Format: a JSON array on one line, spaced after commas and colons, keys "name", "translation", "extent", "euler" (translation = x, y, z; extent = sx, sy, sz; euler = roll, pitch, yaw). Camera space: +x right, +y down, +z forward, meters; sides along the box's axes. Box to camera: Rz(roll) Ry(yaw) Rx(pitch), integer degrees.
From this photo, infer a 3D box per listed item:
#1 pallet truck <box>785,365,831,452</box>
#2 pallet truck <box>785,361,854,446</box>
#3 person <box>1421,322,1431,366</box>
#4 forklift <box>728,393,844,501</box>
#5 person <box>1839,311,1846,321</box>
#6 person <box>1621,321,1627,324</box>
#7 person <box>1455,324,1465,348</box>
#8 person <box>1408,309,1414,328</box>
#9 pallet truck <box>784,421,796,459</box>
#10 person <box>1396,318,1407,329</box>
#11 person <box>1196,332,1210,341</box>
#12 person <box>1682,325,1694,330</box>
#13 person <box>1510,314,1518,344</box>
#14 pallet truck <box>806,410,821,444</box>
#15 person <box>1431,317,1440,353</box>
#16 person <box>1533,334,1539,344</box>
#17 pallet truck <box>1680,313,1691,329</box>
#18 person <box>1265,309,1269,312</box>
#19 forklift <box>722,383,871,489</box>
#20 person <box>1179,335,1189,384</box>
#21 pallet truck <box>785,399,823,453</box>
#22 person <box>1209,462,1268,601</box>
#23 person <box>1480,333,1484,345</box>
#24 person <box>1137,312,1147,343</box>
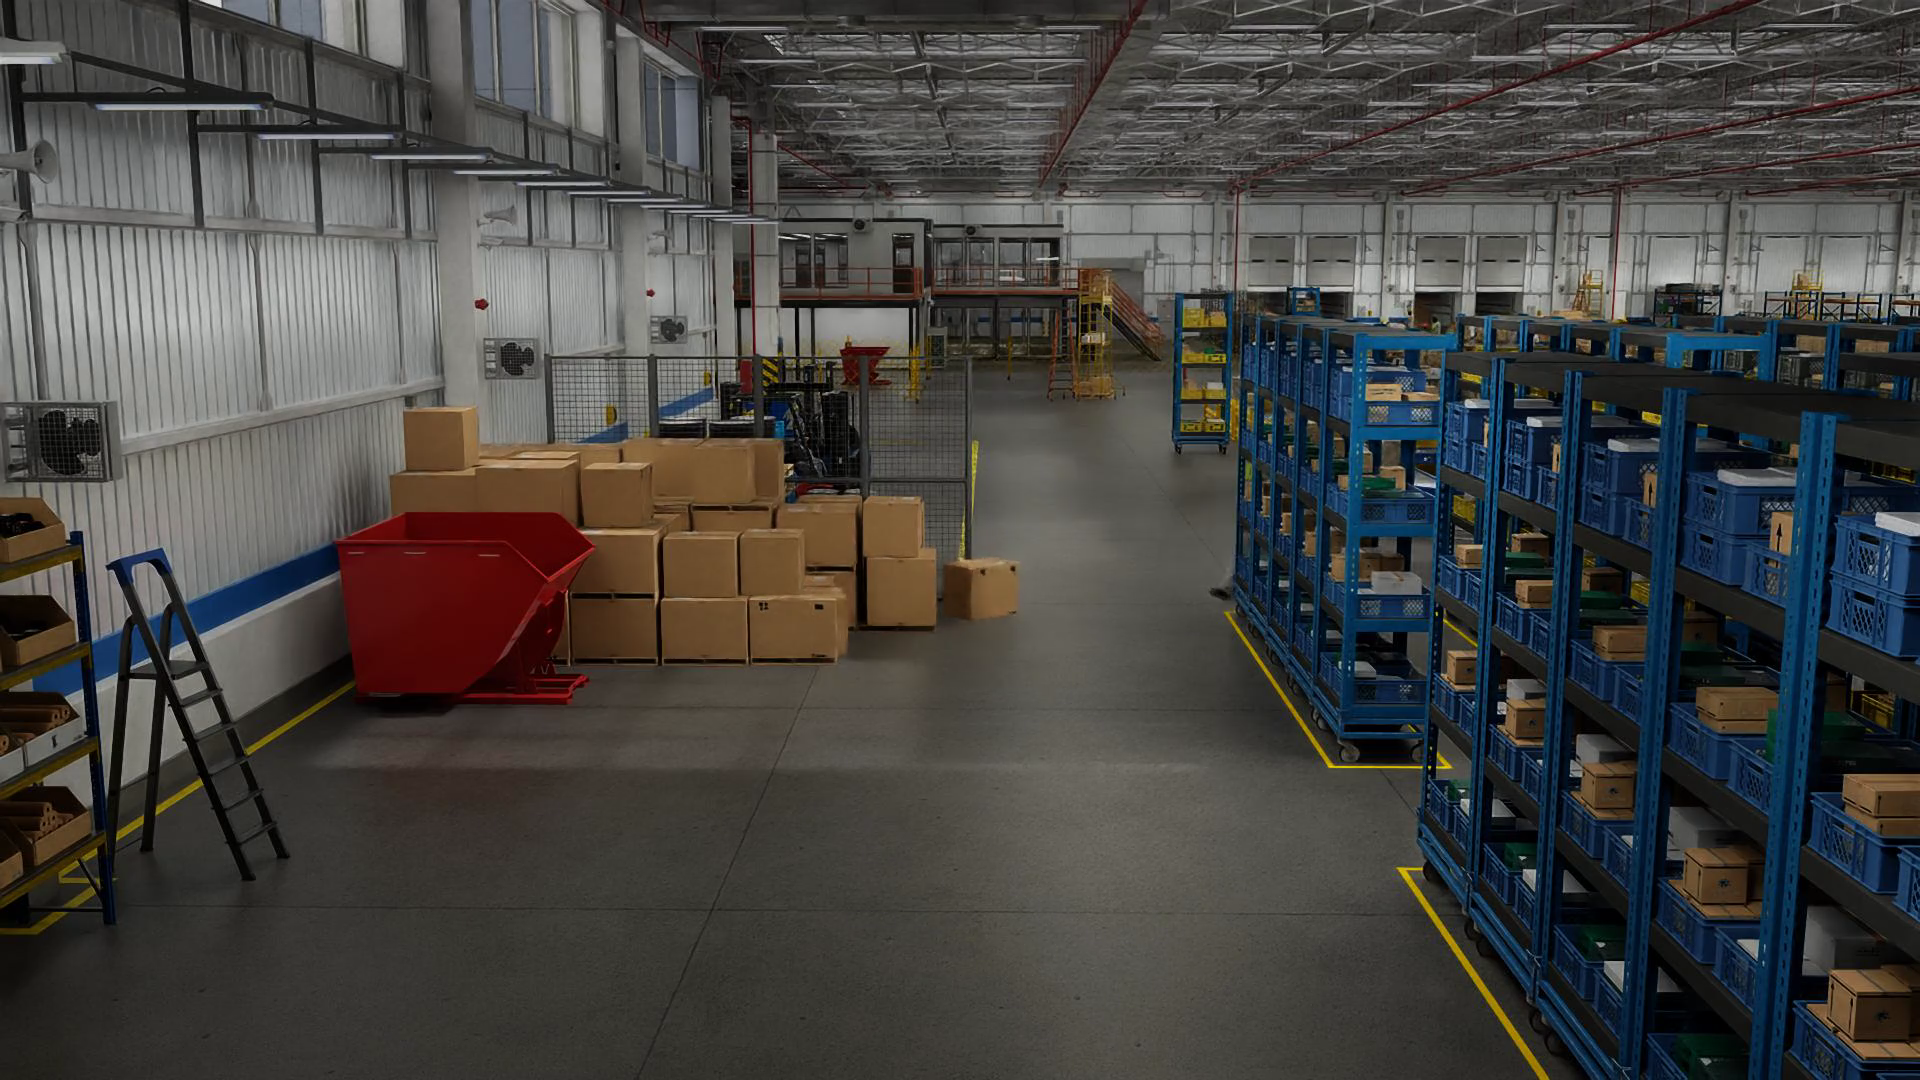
[{"name": "pallet truck", "translation": [-3.774, -2.976, 37.635], "extent": [1.885, 1.965, 0.823], "euler": [1, 9, 5]}, {"name": "pallet truck", "translation": [-3.410, -3.193, 38.978], "extent": [1.885, 1.965, 0.823], "euler": [0, 9, -1]}, {"name": "person", "translation": [18.861, -7.858, 67.699], "extent": [0.858, 2.019, 0.620], "euler": [0, 9, -1]}, {"name": "forklift", "translation": [-2.979, -1.316, 26.476], "extent": [2.680, 1.987, 1.157], "euler": [0, 9, 1]}, {"name": "person", "translation": [48.476, -11.647, 91.473], "extent": [0.339, 1.882, 0.581], "euler": [4, 10, 22]}, {"name": "person", "translation": [30.272, -9.074, 75.816], "extent": [0.977, 1.811, 0.498], "euler": [4, 10, 24]}, {"name": "person", "translation": [26.352, -10.930, 87.739], "extent": [0.865, 1.663, 0.534], "euler": [-4, 10, -24]}, {"name": "person", "translation": [25.684, -12.220, 94.903], "extent": [0.398, 1.920, 0.586], "euler": [4, 10, 24]}, {"name": "pallet truck", "translation": [-4.013, -1.793, 32.705], "extent": [1.601, 1.201, 0.680], "euler": [0, 9, 1]}, {"name": "person", "translation": [20.421, -9.347, 77.224], "extent": [0.784, 1.919, 0.635], "euler": [-6, 11, -31]}, {"name": "person", "translation": [14.246, -12.629, 97.489], "extent": [0.693, 1.904, 0.581], "euler": [2, 9, 12]}, {"name": "person", "translation": [34.379, -9.561, 78.864], "extent": [0.864, 1.807, 0.625], "euler": [-3, 10, -17]}, {"name": "person", "translation": [30.755, -11.606, 91.750], "extent": [0.923, 1.721, 0.527], "euler": [0, 9, -3]}, {"name": "pallet truck", "translation": [-3.559, -2.018, 33.905], "extent": [1.522, 1.261, 0.704], "euler": [0, 9, -1]}, {"name": "person", "translation": [23.608, -10.177, 82.606], "extent": [0.431, 1.833, 0.643], "euler": [-2, 9, -13]}, {"name": "person", "translation": [21.932, -7.305, 64.208], "extent": [0.678, 2.000, 0.537], "euler": [6, 11, 33]}, {"name": "pallet truck", "translation": [36.315, -10.531, 84.244], "extent": [0.823, 1.965, 1.885], "euler": [-6, 11, -33]}, {"name": "person", "translation": [16.805, -11.673, 91.300], "extent": [0.621, 1.990, 0.396], "euler": [7, 11, 35]}, {"name": "forklift", "translation": [-2.893, -1.687, 28.729], "extent": [2.680, 1.987, 1.157], "euler": [0, 9, -1]}, {"name": "person", "translation": [8.065, -6.543, 60.405], "extent": [0.550, 1.758, 0.352], "euler": [3, 10, 15]}, {"name": "pallet truck", "translation": [-3.814, -2.432, 36.419], "extent": [1.630, 1.274, 0.653], "euler": [0, 9, 1]}, {"name": "person", "translation": [3.548, -0.089, 20.512], "extent": [0.942, 1.768, 0.607], "euler": [-5, 11, -30]}, {"name": "person", "translation": [19.445, -6.781, 61.656], "extent": [0.998, 1.825, 0.581], "euler": [2, 10, 14]}, {"name": "person", "translation": [9.894, -11.501, 90.678], "extent": [0.614, 1.866, 1.070], "euler": [5, 11, 30]}]
